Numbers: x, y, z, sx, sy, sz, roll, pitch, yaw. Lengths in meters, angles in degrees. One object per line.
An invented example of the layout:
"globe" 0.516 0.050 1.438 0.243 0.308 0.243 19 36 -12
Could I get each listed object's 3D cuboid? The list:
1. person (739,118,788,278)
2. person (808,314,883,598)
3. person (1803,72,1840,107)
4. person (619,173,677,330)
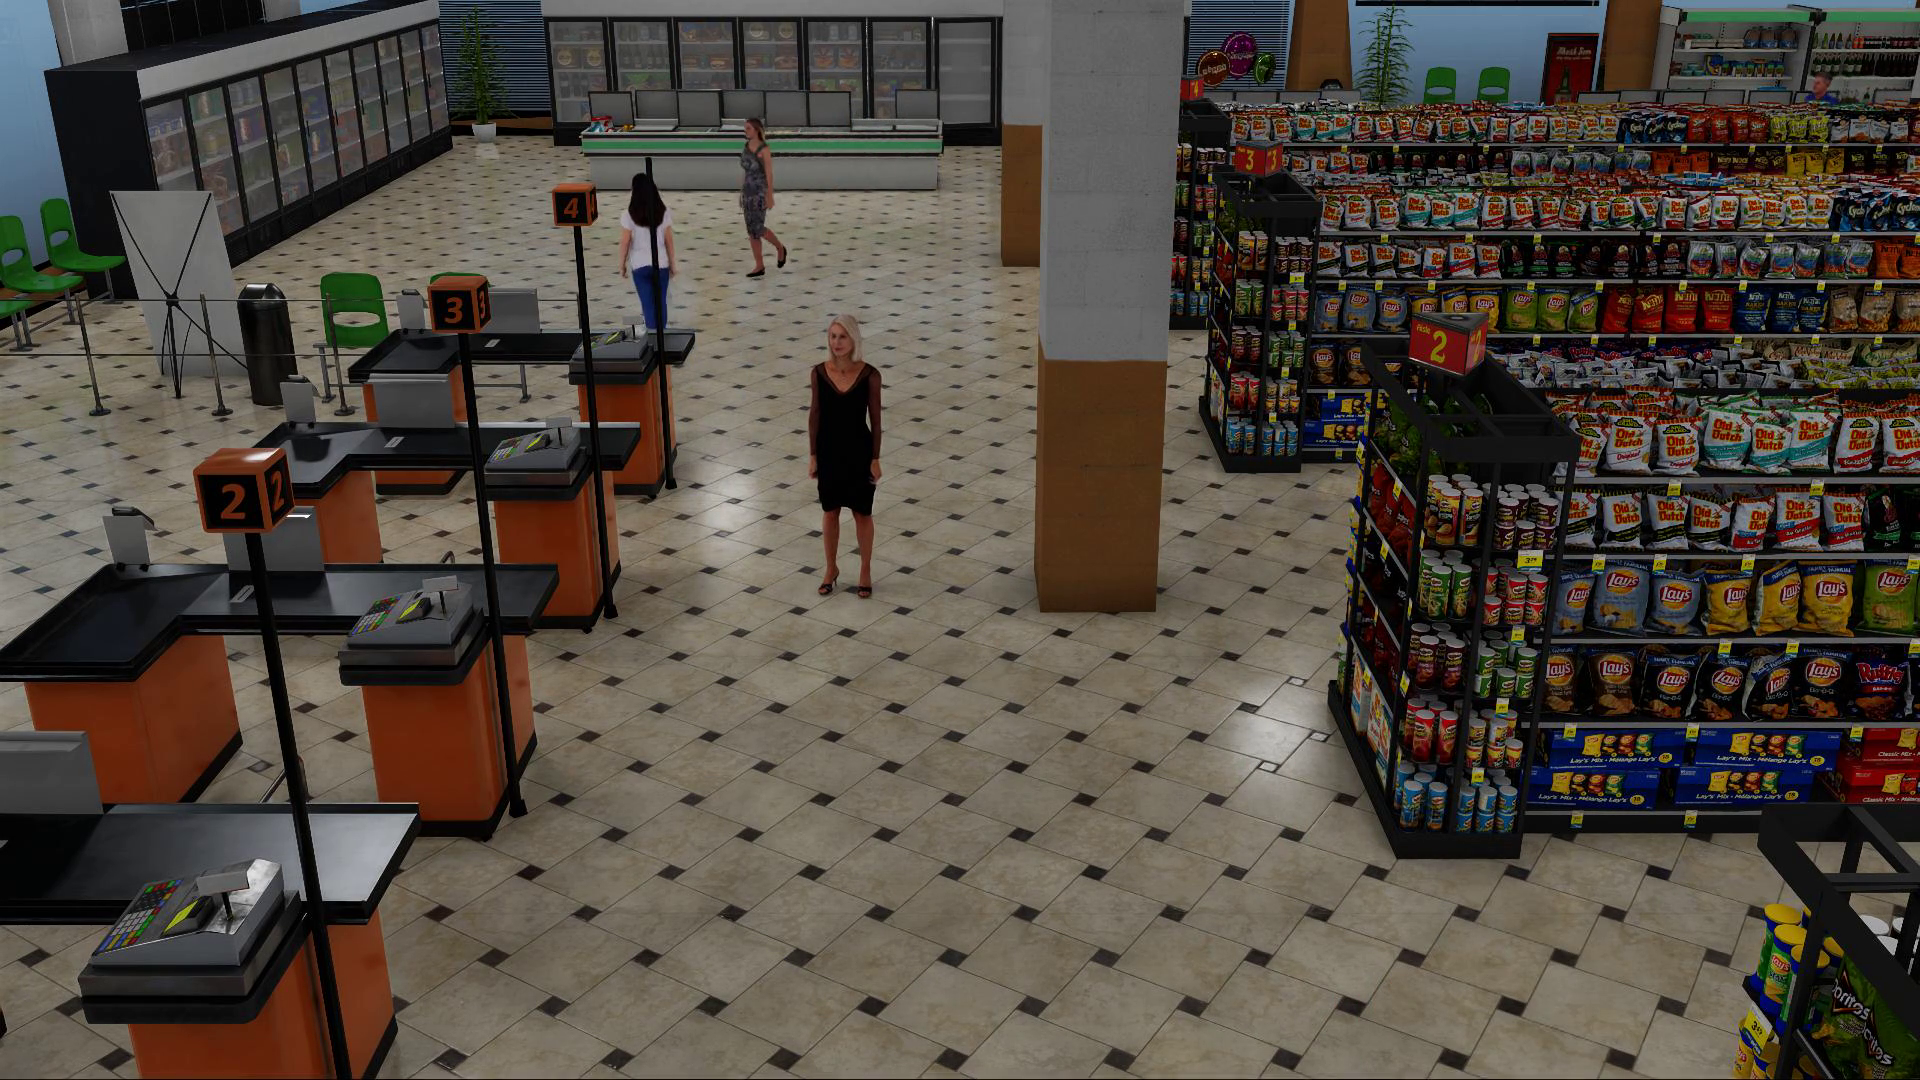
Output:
"person" -2.127 -3.700 17.982 0.861 1.689 0.799 -20 29 -41
"person" -0.678 -0.498 9.937 0.513 1.748 0.696 4 22 10
"person" 10.796 -4.955 20.950 1.026 1.806 0.824 -4 22 -10
"person" -2.718 -2.345 14.659 0.983 1.654 0.913 -9 23 -20
